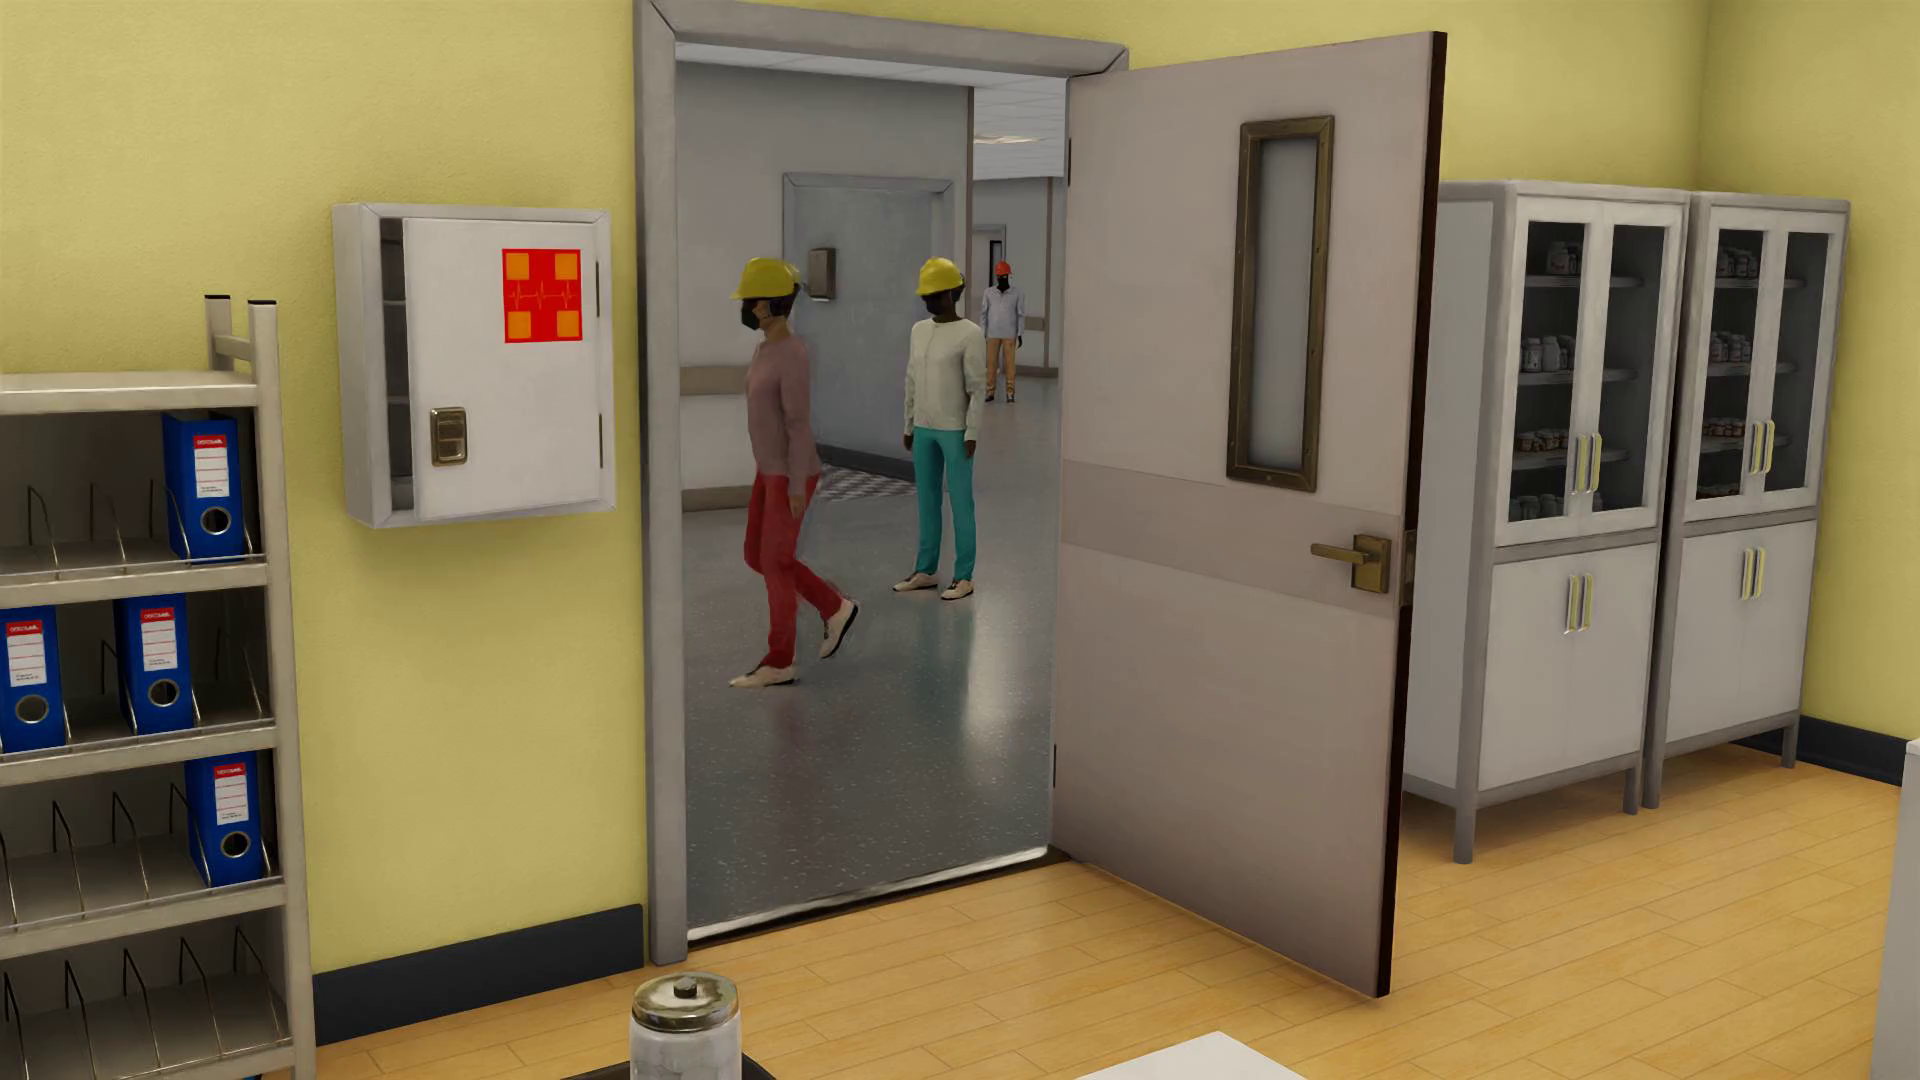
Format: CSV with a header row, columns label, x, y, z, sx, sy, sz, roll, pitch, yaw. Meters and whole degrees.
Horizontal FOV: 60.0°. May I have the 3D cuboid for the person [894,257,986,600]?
label,x,y,z,sx,sy,sz,roll,pitch,yaw
person,-0.103,-0.572,8.615,0.532,1.763,0.324,9,13,41

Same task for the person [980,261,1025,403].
label,x,y,z,sx,sy,sz,roll,pitch,yaw
person,0.518,-2.576,20.654,0.559,1.751,0.326,3,10,12

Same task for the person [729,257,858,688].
label,x,y,z,sx,sy,sz,roll,pitch,yaw
person,-0.679,-0.272,6.805,0.539,1.753,0.534,-3,10,-22
